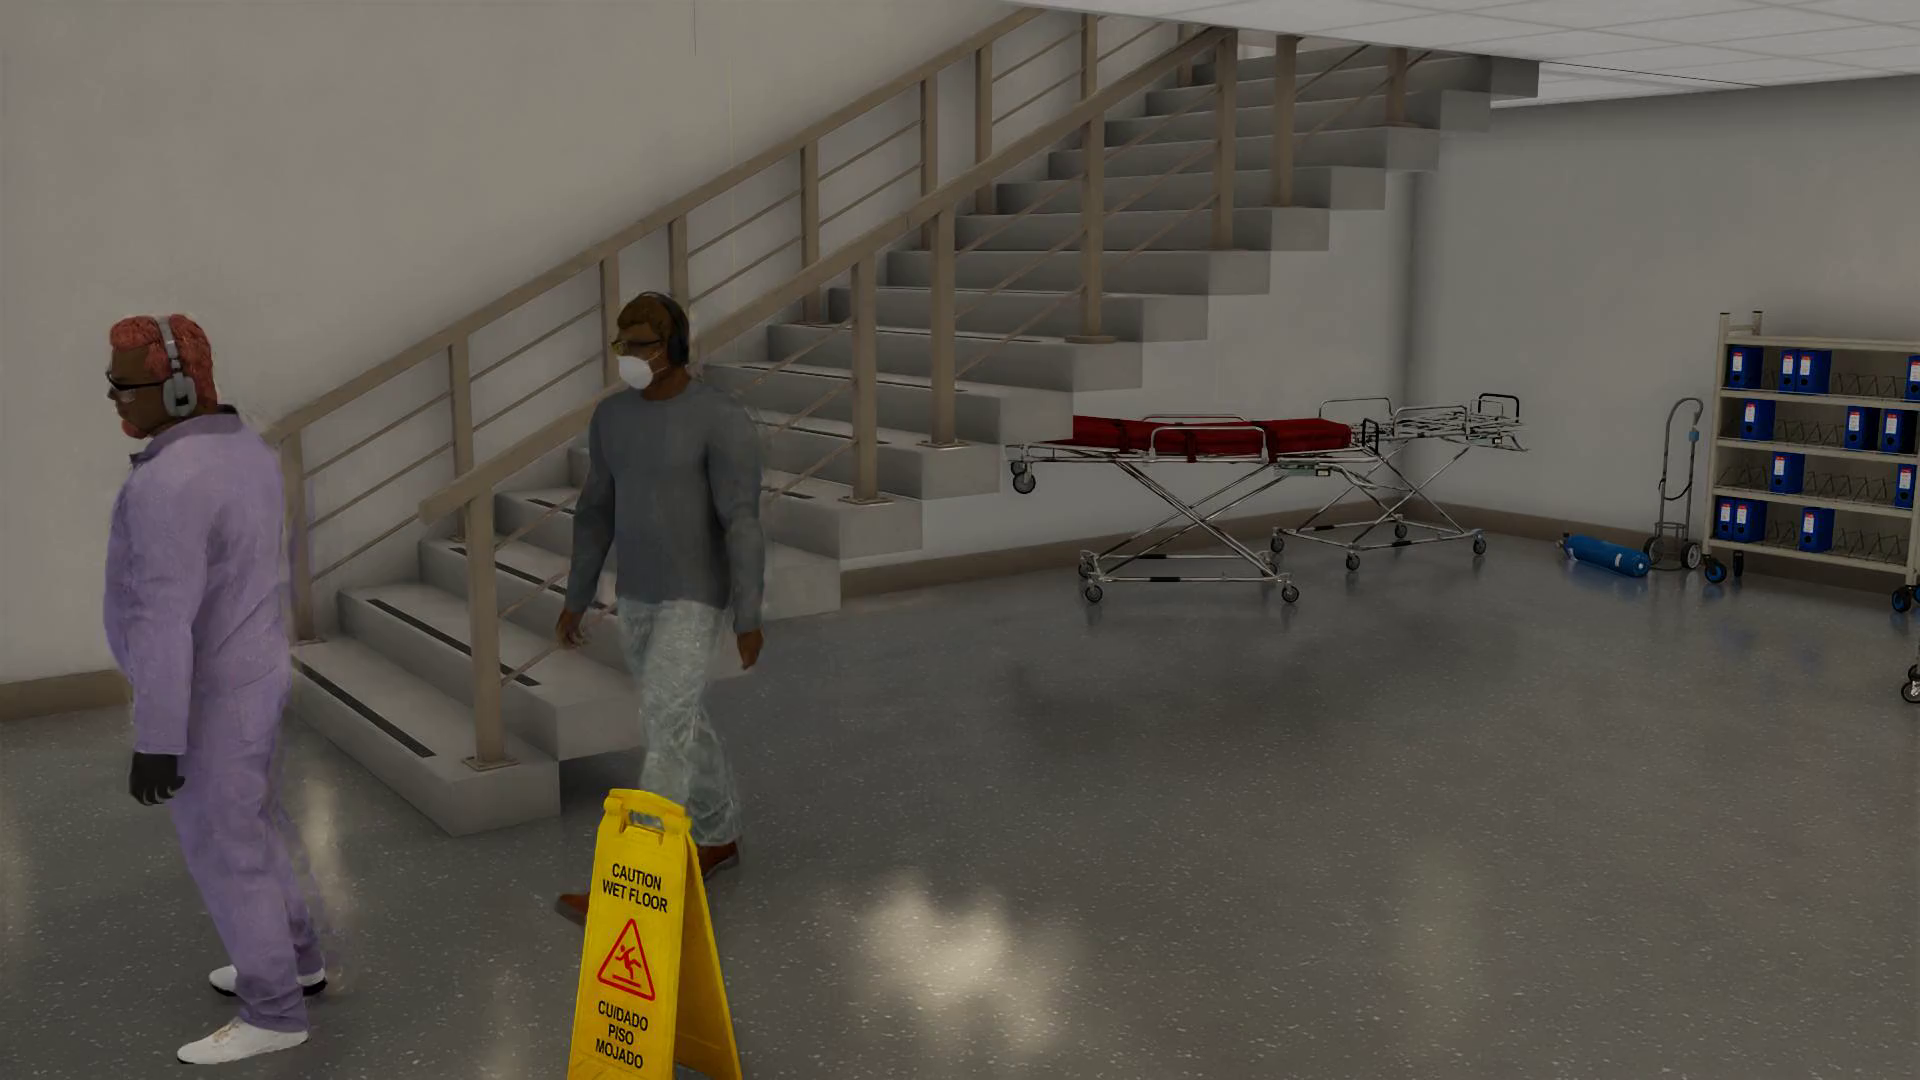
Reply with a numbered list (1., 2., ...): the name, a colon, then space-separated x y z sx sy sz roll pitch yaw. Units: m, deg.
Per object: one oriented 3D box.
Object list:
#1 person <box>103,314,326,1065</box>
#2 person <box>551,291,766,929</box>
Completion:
1. person: -1.862 0.390 4.099 0.415 1.883 0.687 -1 10 -8
2. person: -0.978 0.217 5.019 0.649 1.893 0.953 8 13 38
